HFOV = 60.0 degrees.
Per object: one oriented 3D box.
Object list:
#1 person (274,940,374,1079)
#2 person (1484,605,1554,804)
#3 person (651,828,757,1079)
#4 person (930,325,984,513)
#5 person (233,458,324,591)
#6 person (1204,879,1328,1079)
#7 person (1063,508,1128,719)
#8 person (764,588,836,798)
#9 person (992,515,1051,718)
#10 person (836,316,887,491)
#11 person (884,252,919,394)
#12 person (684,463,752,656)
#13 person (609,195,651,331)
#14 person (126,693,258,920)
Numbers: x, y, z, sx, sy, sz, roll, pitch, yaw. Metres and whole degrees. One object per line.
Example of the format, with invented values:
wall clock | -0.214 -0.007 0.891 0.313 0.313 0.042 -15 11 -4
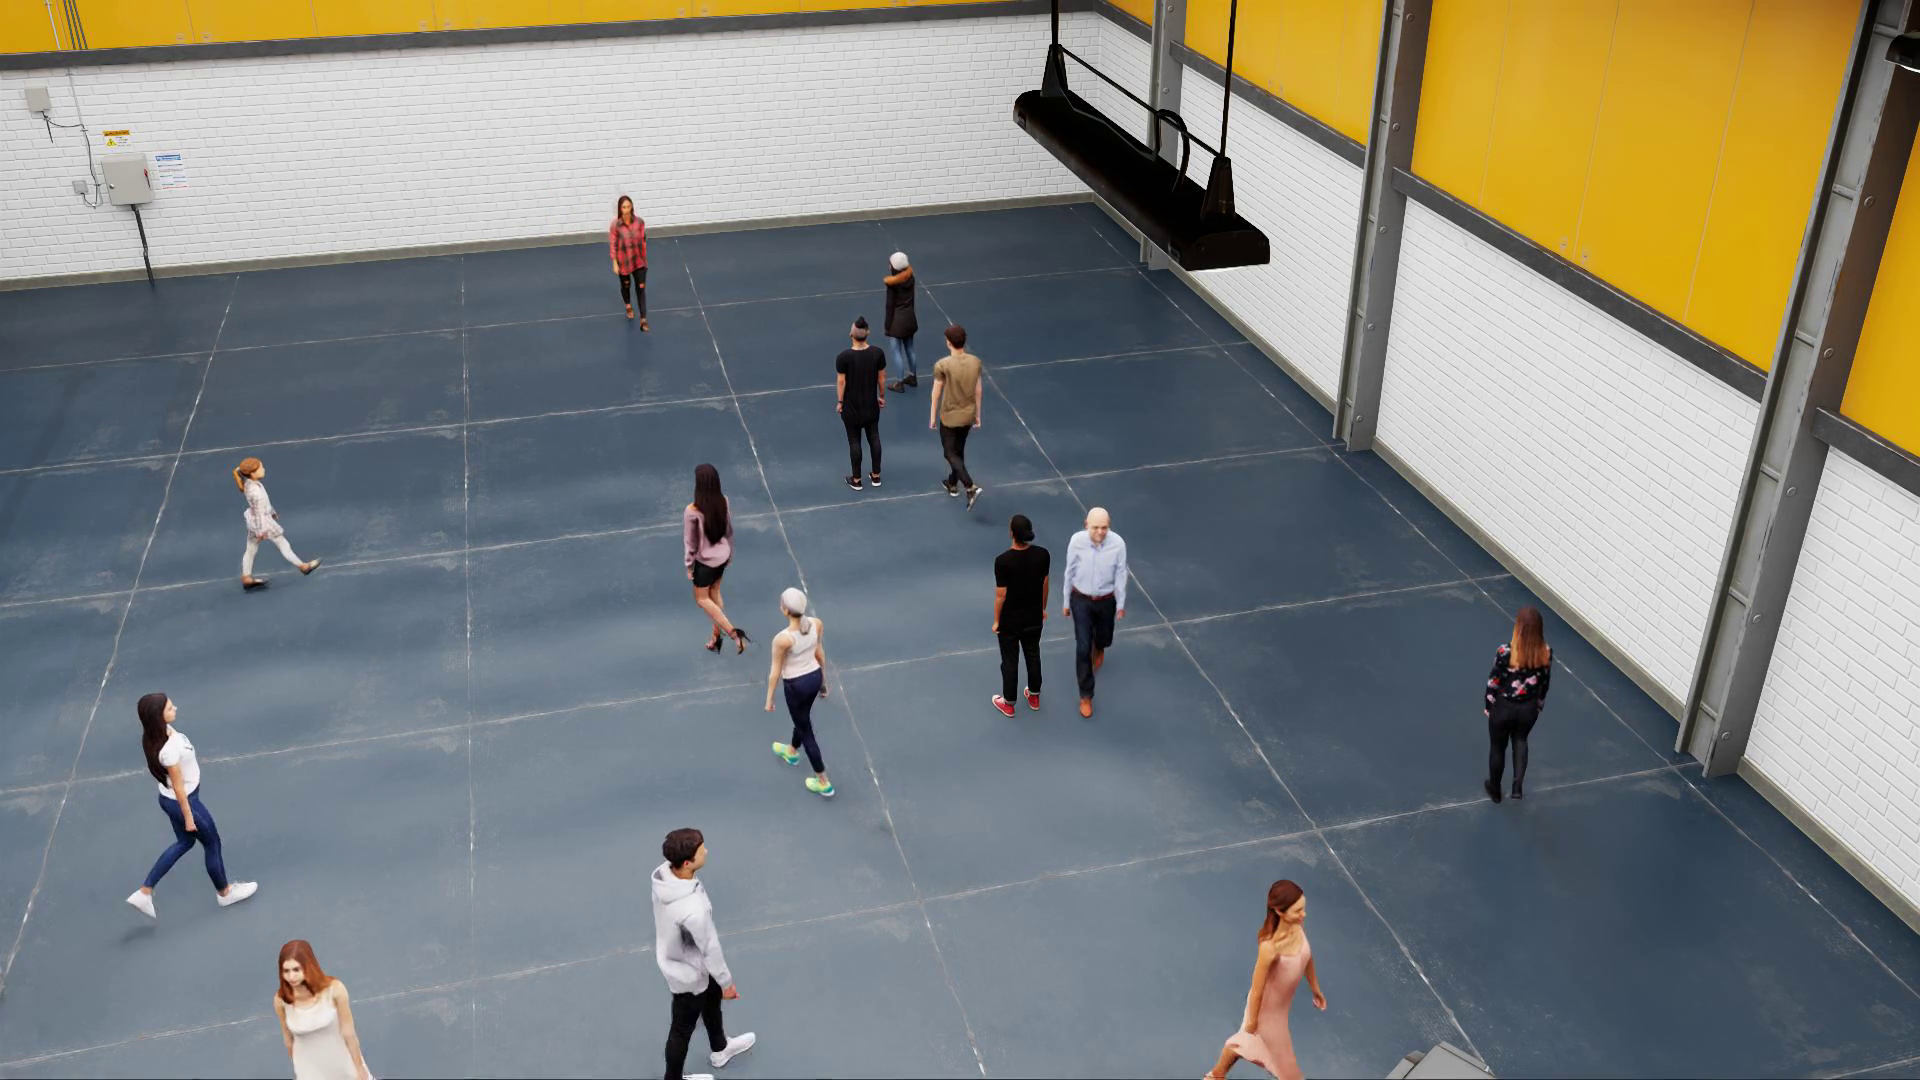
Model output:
person | -3.463 2.821 9.157 0.609 1.699 0.920 -4 29 -8
person | 4.054 1.249 12.063 0.666 1.676 0.725 0 29 -1
person | -1.653 2.483 9.563 0.913 1.904 0.924 -15 32 -26
person | 0.022 -1.177 16.354 0.837 1.826 1.168 -14 32 -25
person | -6.384 -0.123 15.006 0.791 1.266 0.944 -18 34 -30
person | 1.686 2.617 9.442 1.137 1.784 1.059 16 33 27
person | 1.071 0.487 13.366 0.869 1.766 1.178 1 29 2
person | -1.122 1.151 12.247 1.103 1.672 0.939 25 38 38
person | 0.477 0.592 13.182 0.663 1.758 0.609 -12 31 -21
person | -0.987 -1.398 16.719 0.714 1.864 0.631 -12 31 -21
person | -0.664 -2.490 18.964 0.768 1.631 0.731 22 35 34
person | -2.015 0.229 13.803 0.966 1.800 0.864 24 37 37
person | -4.131 -3.470 20.739 0.711 1.653 1.119 -10 30 -18
person | -5.233 1.787 10.992 0.936 1.757 1.043 -21 35 -34
